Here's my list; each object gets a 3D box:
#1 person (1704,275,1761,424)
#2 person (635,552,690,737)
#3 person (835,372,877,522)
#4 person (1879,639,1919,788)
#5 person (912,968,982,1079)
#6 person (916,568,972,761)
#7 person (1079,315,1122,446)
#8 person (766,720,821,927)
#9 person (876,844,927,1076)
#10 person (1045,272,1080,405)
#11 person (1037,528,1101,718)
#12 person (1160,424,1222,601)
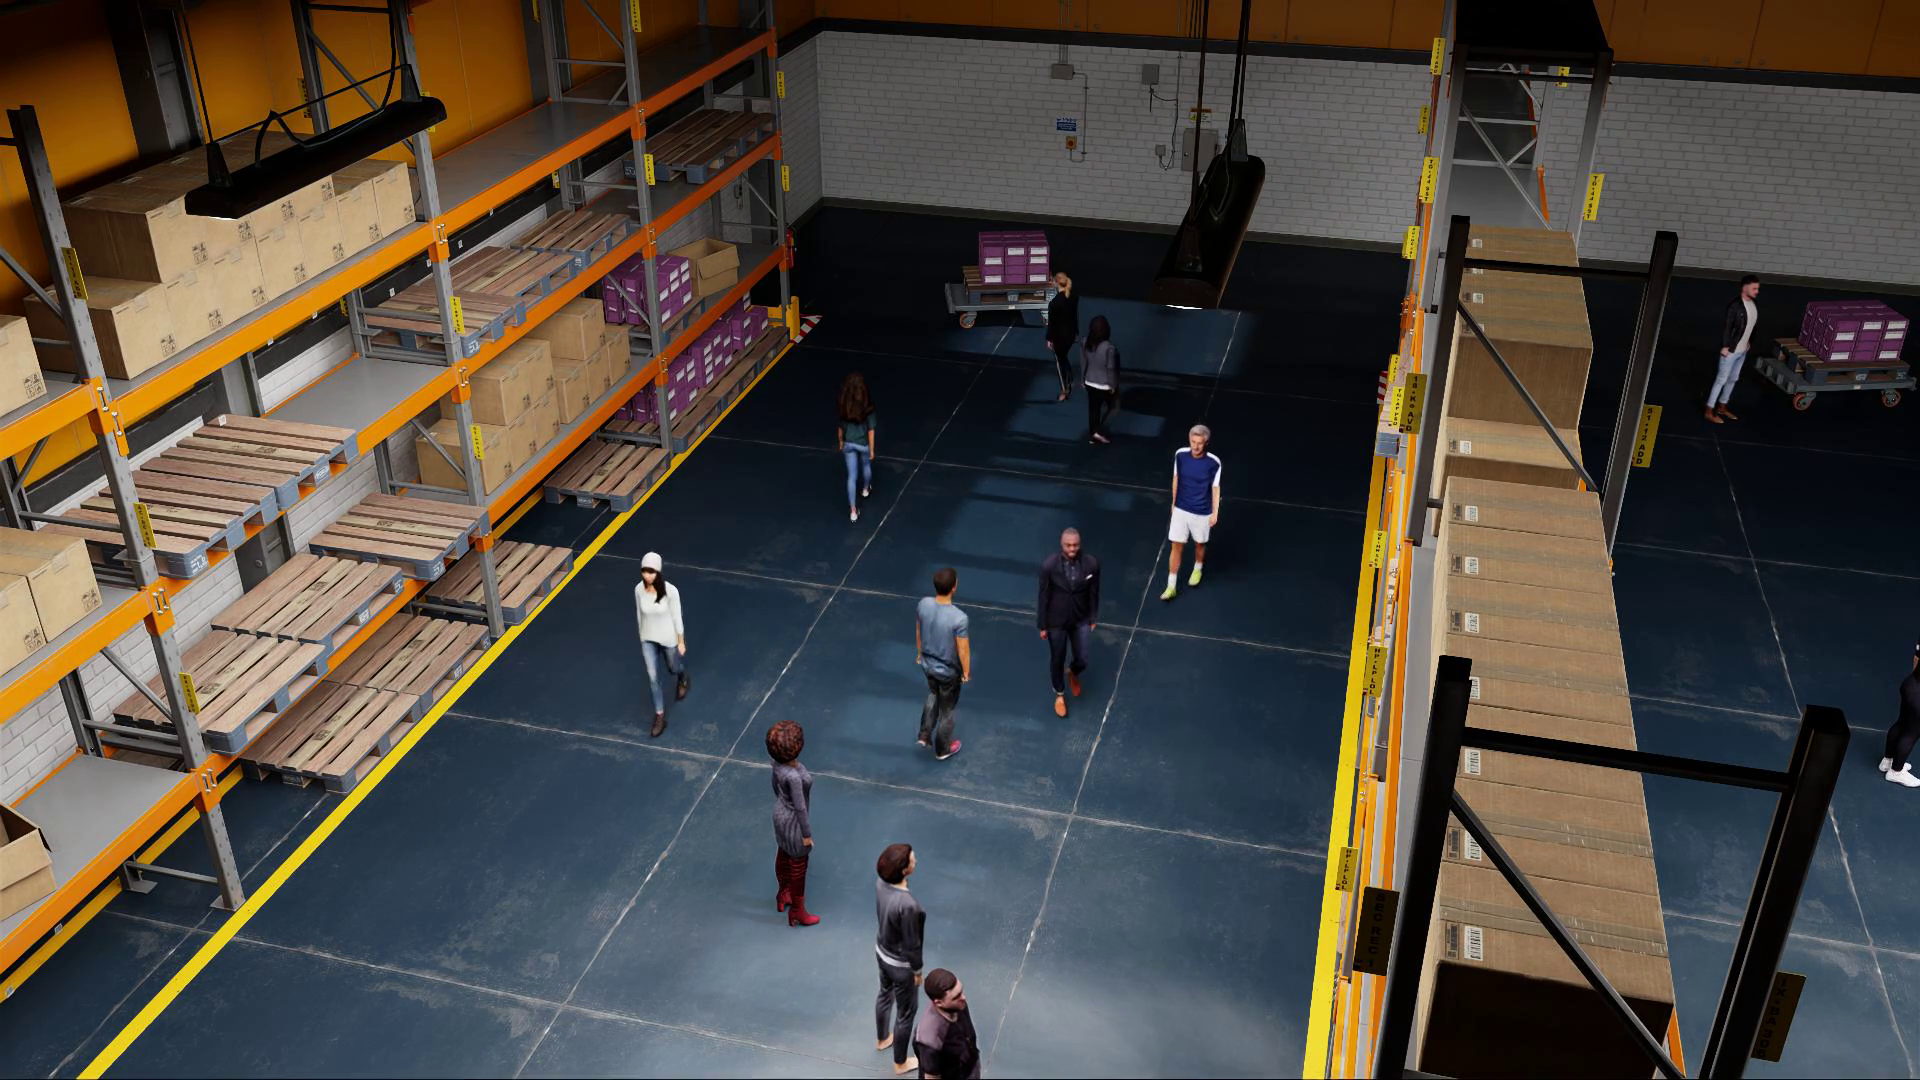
[{"bbox_3d":[9.254,-2.306,19.886,0.709,1.830,0.780,-17,33,-28],"label":"person"},{"bbox_3d":[-2.553,0.824,14.370,0.646,1.616,1.067,5,29,8],"label":"person"},{"bbox_3d":[-1.118,-0.972,17.711,0.715,1.570,1.116,3,29,5],"label":"person"},{"bbox_3d":[7.858,1.246,13.575,0.676,1.638,0.533,5,29,9],"label":"person"},{"bbox_3d":[-0.086,3.230,9.720,0.756,1.846,0.499,7,29,13],"label":"person"},{"bbox_3d":[-0.202,1.070,13.731,0.784,1.797,0.812,19,34,31],"label":"person"},{"bbox_3d":[1.591,-1.811,19.234,0.801,1.585,0.823,22,36,35],"label":"person"},{"bbox_3d":[-1.220,2.043,12.038,0.722,1.710,0.654,-14,32,-24],"label":"person"},{"bbox_3d":[-0.408,2.694,10.785,0.712,1.768,0.672,-19,34,-31],"label":"person"},{"bbox_3d":[1.309,-2.420,20.242,0.718,1.689,0.799,-20,34,-32],"label":"person"},{"bbox_3d":[0.930,0.661,14.472,0.804,1.806,0.836,-1,29,-3],"label":"person"},{"bbox_3d":[2.316,-0.331,16.288,0.752,1.809,1.036,12,31,21],"label":"person"}]
